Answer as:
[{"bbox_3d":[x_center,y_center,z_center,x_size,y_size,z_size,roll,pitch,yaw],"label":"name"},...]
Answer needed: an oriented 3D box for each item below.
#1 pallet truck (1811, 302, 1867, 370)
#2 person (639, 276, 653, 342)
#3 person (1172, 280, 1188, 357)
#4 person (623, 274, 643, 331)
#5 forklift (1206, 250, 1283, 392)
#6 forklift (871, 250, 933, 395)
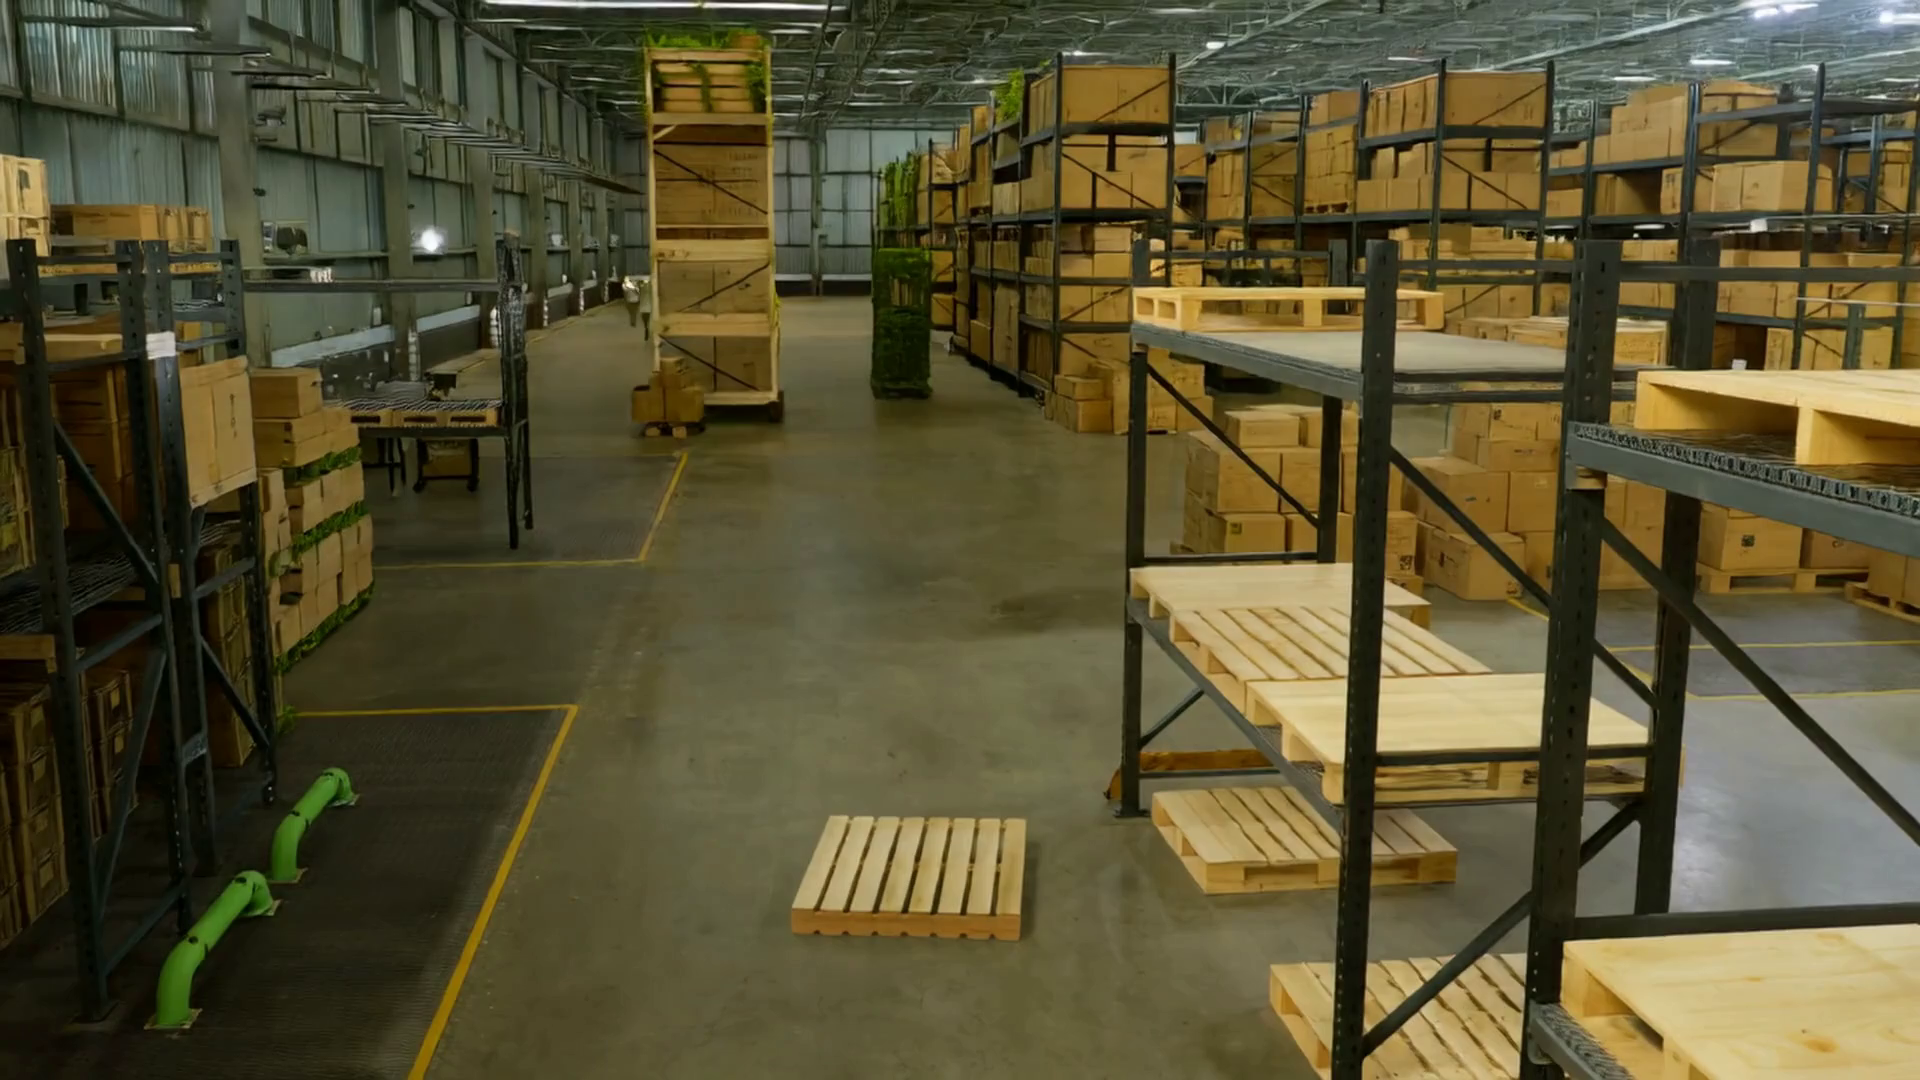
[{"bbox_3d":[15.846,-3.142,28.793,1.885,1.965,0.823,2,10,12],"label":"pallet truck"},{"bbox_3d":[-9.297,-6.892,49.624,0.475,1.980,0.628,10,14,43],"label":"person"},{"bbox_3d":[5.759,-5.801,43.581,0.622,2.000,1.070,-1,10,-8],"label":"person"},{"bbox_3d":[-10.944,-7.929,55.636,0.627,1.872,0.948,-5,12,-28],"label":"person"},{"bbox_3d":[5.792,-4.446,33.569,1.129,2.768,1.873,-1,10,-6],"label":"forklift"},{"bbox_3d":[-1.188,-4.323,32.885,1.129,2.768,1.873,-1,10,-6],"label":"forklift"}]
